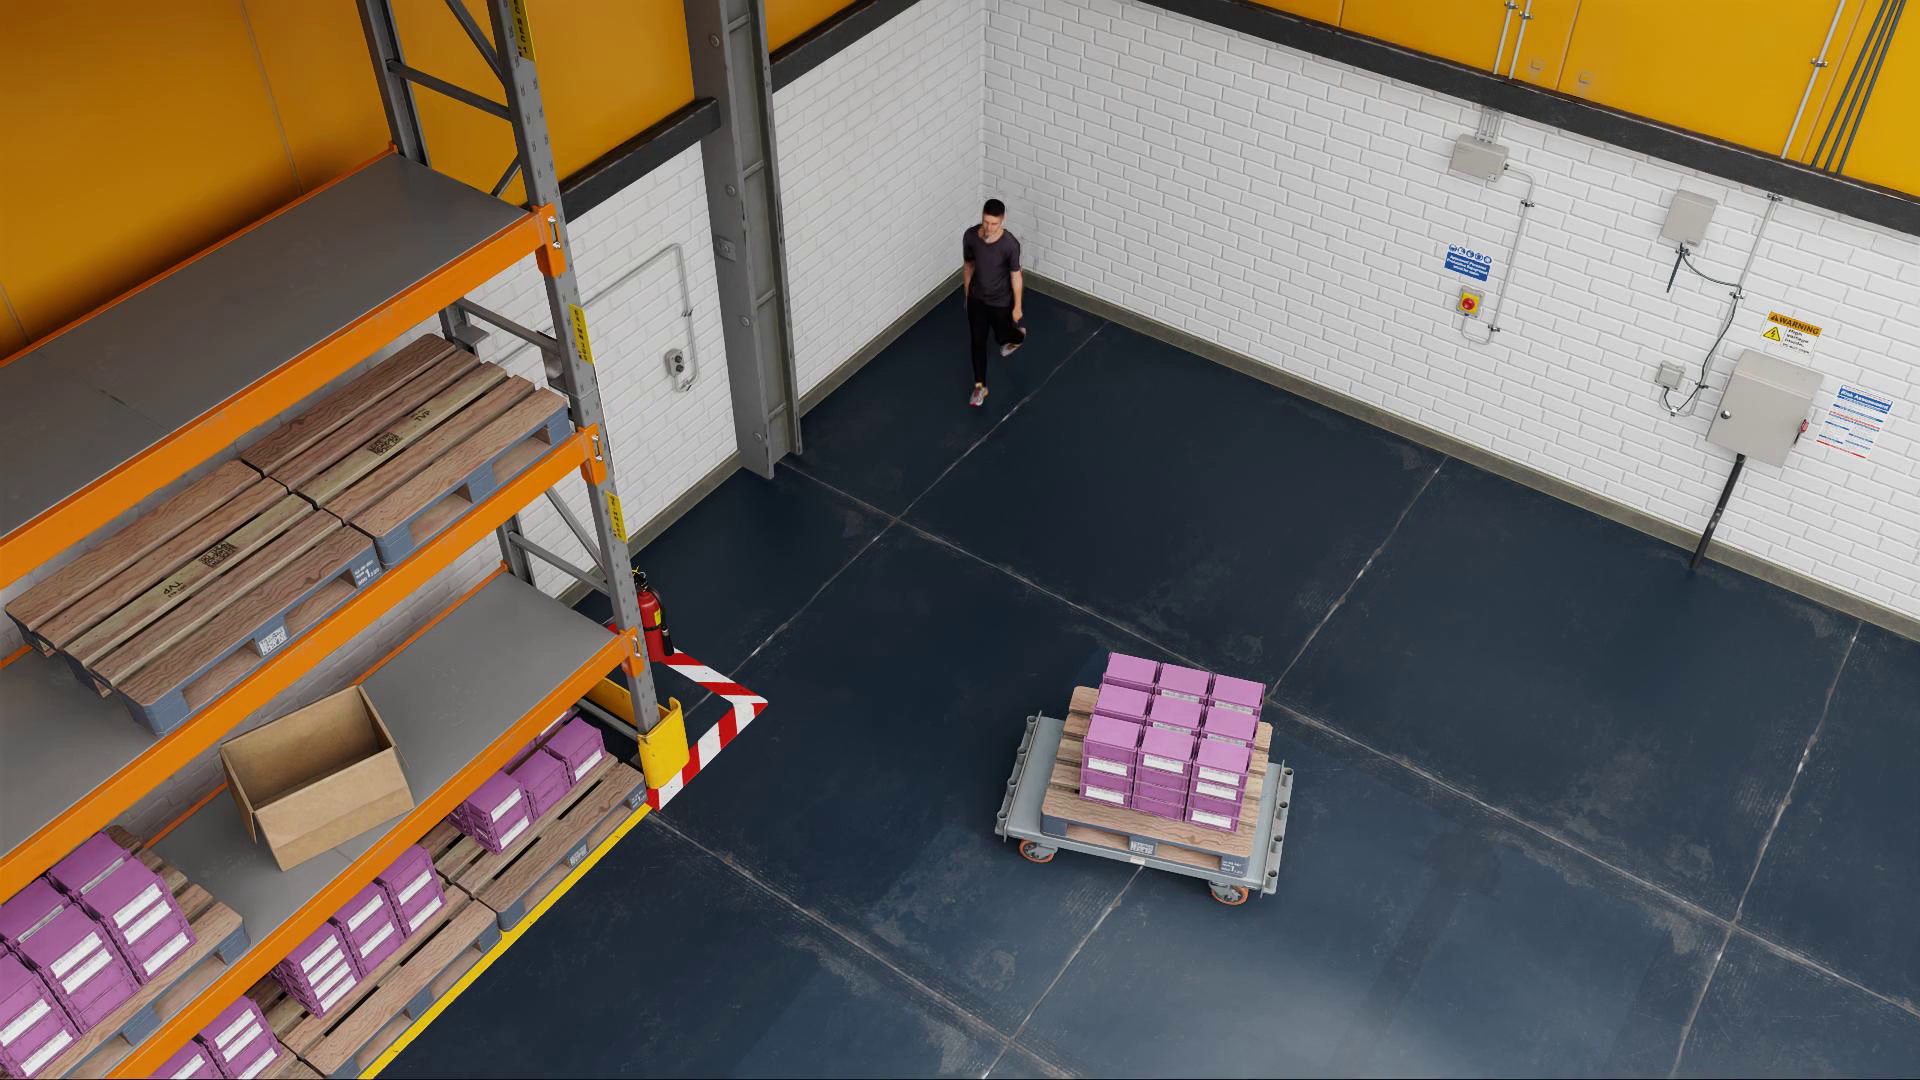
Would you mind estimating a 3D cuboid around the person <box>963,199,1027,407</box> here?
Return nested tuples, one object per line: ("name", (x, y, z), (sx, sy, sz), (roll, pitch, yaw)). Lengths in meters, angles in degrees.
("person", (0.276, -1.882, 12.632), (0.763, 1.735, 1.079), (20, 47, 20))
